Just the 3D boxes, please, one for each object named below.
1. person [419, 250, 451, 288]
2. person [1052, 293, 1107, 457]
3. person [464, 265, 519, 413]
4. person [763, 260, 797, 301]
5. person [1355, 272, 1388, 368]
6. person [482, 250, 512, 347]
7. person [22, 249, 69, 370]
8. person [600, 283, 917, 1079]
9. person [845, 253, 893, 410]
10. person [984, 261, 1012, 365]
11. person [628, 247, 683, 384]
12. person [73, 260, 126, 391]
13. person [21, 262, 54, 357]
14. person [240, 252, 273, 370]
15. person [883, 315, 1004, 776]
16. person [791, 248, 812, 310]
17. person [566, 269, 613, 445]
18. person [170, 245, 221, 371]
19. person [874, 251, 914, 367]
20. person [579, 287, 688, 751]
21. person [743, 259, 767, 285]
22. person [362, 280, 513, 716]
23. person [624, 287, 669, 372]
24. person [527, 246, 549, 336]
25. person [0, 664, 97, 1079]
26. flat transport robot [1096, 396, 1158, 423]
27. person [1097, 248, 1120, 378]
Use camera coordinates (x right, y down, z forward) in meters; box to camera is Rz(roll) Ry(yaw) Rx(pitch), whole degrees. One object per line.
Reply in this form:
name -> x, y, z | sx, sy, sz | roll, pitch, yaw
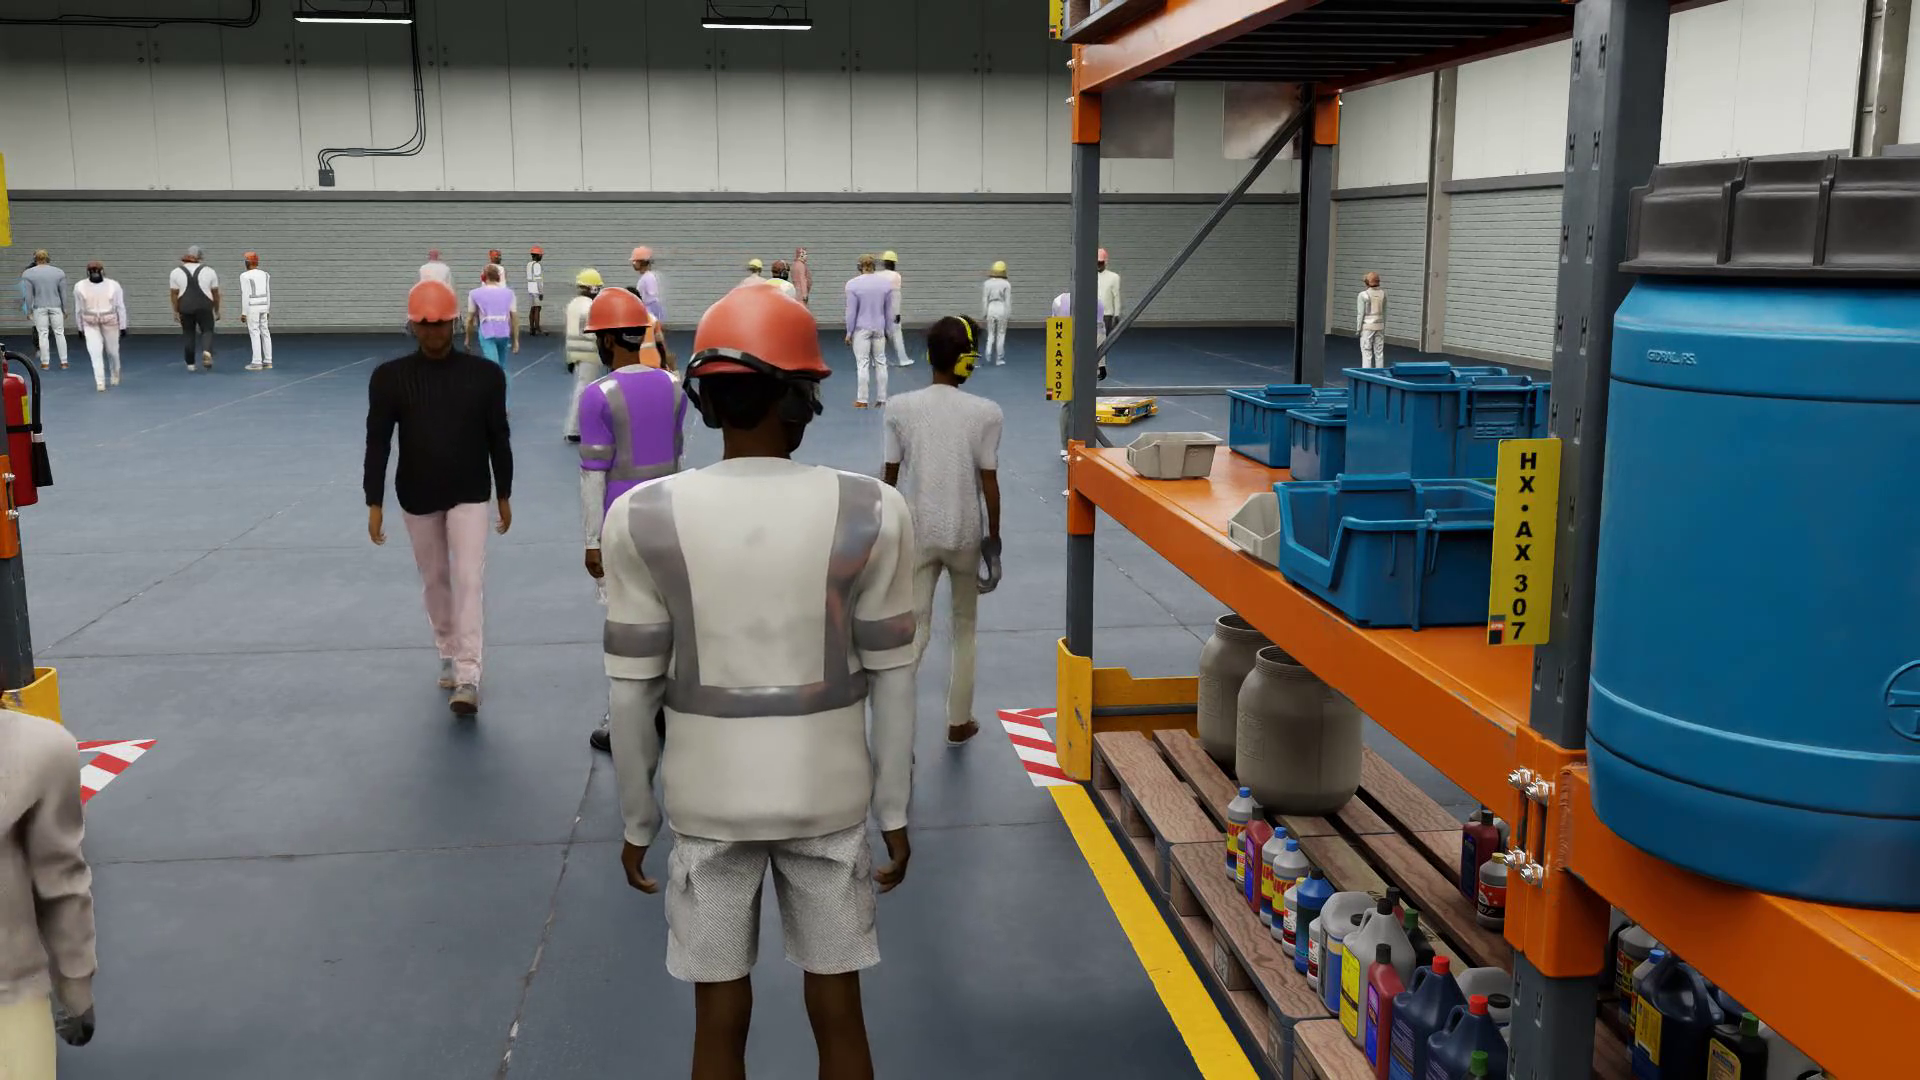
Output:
person -> -10.734, -4.980, 33.993 | 0.673, 1.850, 1.011 | -7, 13, -34
person -> 1.165, -1.742, 16.060 | 0.585, 1.917, 0.382 | 7, 13, 35
person -> -5.692, -2.445, 20.272 | 0.576, 1.790, 0.963 | -8, 13, -38
person -> -2.301, -2.673, 21.401 | 0.627, 1.835, 0.428 | 8, 13, 38
person -> 5.808, -2.960, 23.499 | 0.514, 1.640, 0.314 | -5, 11, -25
person -> -9.012, -4.685, 32.289 | 0.576, 1.881, 0.352 | 6, 12, 32
person -> -14.702, -3.708, 26.777 | 0.627, 1.941, 0.374 | -8, 13, -36
person -> -0.392, 0.516, 3.346 | 0.609, 2.040, 0.395 | -1, 10, -6
person -> -1.133, -2.575, 20.584 | 0.627, 1.934, 0.372 | -5, 12, -27
person -> 0.627, -3.782, 27.735 | 0.507, 1.729, 0.403 | 5, 11, 24
person -> -4.443, -3.135, 23.523 | 1.070, 1.991, 0.610 | -2, 11, -13
person -> -12.018, -3.005, 23.285 | 0.632, 1.816, 0.817 | -5, 11, -25
person -> -16.362, -4.086, 29.560 | 0.536, 1.684, 0.368 | 0, 10, 0
person -> -11.365, -3.689, 26.833 | 0.355, 1.882, 0.576 | 4, 11, 19
person -> -0.093, 0.012, 6.707 | 0.546, 1.830, 0.857 | 2, 10, 9
person -> -3.271, -5.093, 34.463 | 0.407, 1.908, 0.641 | -4, 11, -23
person -> -3.747, -1.900, 17.269 | 0.901, 1.786, 0.624 | -8, 13, -39
person -> -12.165, -3.702, 26.464 | 0.720, 2.000, 0.685 | -3, 11, -18
person -> -1.133, -3.765, 27.220 | 0.609, 1.887, 0.819 | 8, 13, 38
person -> -1.372, -0.076, 6.917 | 0.384, 1.930, 0.540 | 8, 13, 37
person -> -3.466, -3.947, 28.624 | 0.549, 1.731, 0.737 | 5, 11, 26
person -> -2.367, -0.200, 7.551 | 0.646, 1.934, 1.051 | -2, 11, -13
person -> -3.231, -1.732, 16.750 | 0.912, 1.627, 0.572 | 9, 14, 41
person -> -9.139, -5.378, 35.942 | 0.373, 1.933, 0.550 | -7, 13, -35
person -> -1.779, 0.815, 2.921 | 0.481, 1.594, 0.794 | -6, 12, -31
flat transport robot -> 1.822, -1.536, 19.450 | 0.652, 0.197, 1.431 | 4, 11, 21
person -> 2.152, -3.497, 25.560 | 0.625, 1.967, 0.868 | 3, 11, 18
